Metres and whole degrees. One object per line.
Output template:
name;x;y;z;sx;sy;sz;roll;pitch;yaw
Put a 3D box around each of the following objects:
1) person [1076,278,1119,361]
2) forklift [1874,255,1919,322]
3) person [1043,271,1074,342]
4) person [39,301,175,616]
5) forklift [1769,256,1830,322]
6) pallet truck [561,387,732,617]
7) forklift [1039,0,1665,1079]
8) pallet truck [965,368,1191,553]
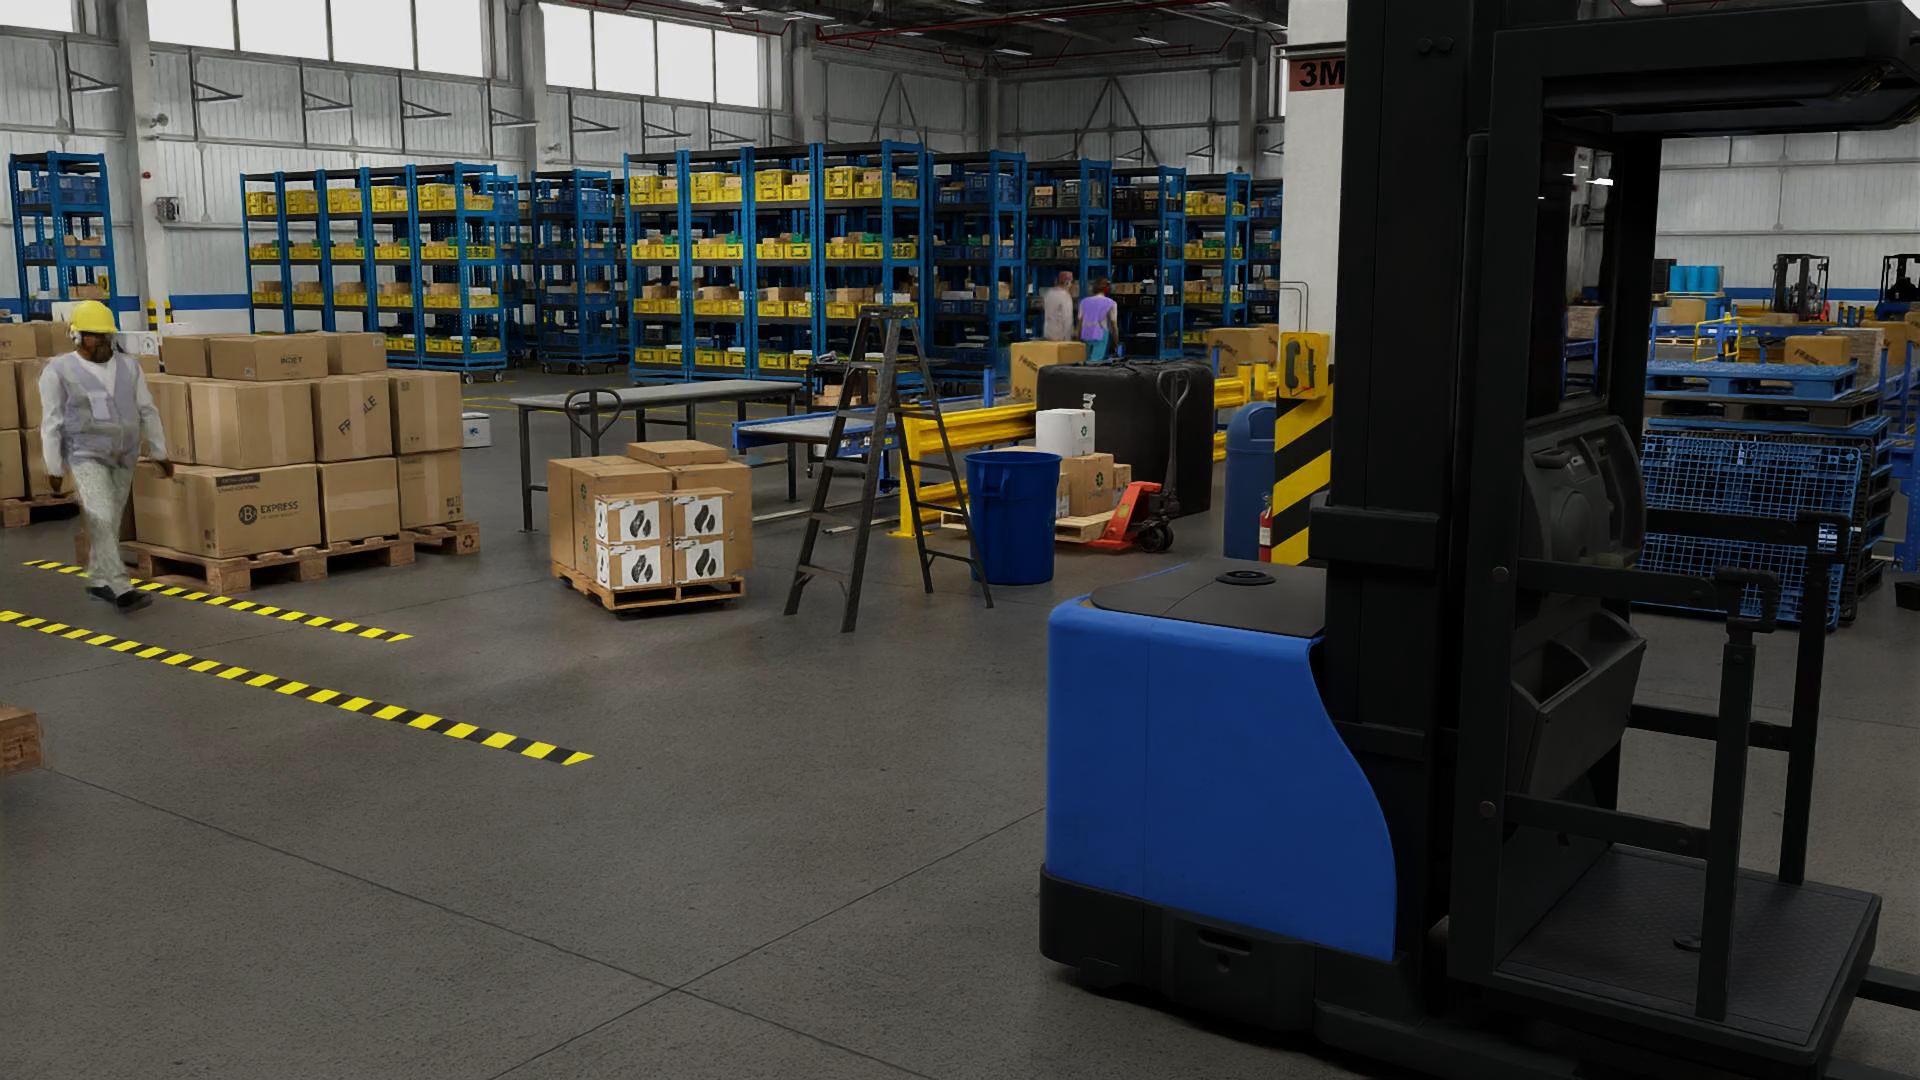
person;1.934;-2.736;23.094;0.583;1.779;1.008;7;12;35
forklift;22.089;-5.634;38.796;1.157;1.987;2.680;6;11;33
person;1.432;-2.889;23.710;0.431;1.881;0.670;-5;11;-25
person;-4.872;-0.470;9.587;0.898;1.789;0.614;5;11;28
forklift;20.253;-5.854;40.139;1.157;1.987;2.680;7;12;35
pallet truck;-1.981;-0.274;10.088;0.680;1.201;1.601;-5;11;-28
forklift;1.249;-0.137;4.360;1.873;2.768;1.129;7;12;35
pallet truck;0.845;-0.609;11.869;1.630;1.274;0.653;7;12;35
